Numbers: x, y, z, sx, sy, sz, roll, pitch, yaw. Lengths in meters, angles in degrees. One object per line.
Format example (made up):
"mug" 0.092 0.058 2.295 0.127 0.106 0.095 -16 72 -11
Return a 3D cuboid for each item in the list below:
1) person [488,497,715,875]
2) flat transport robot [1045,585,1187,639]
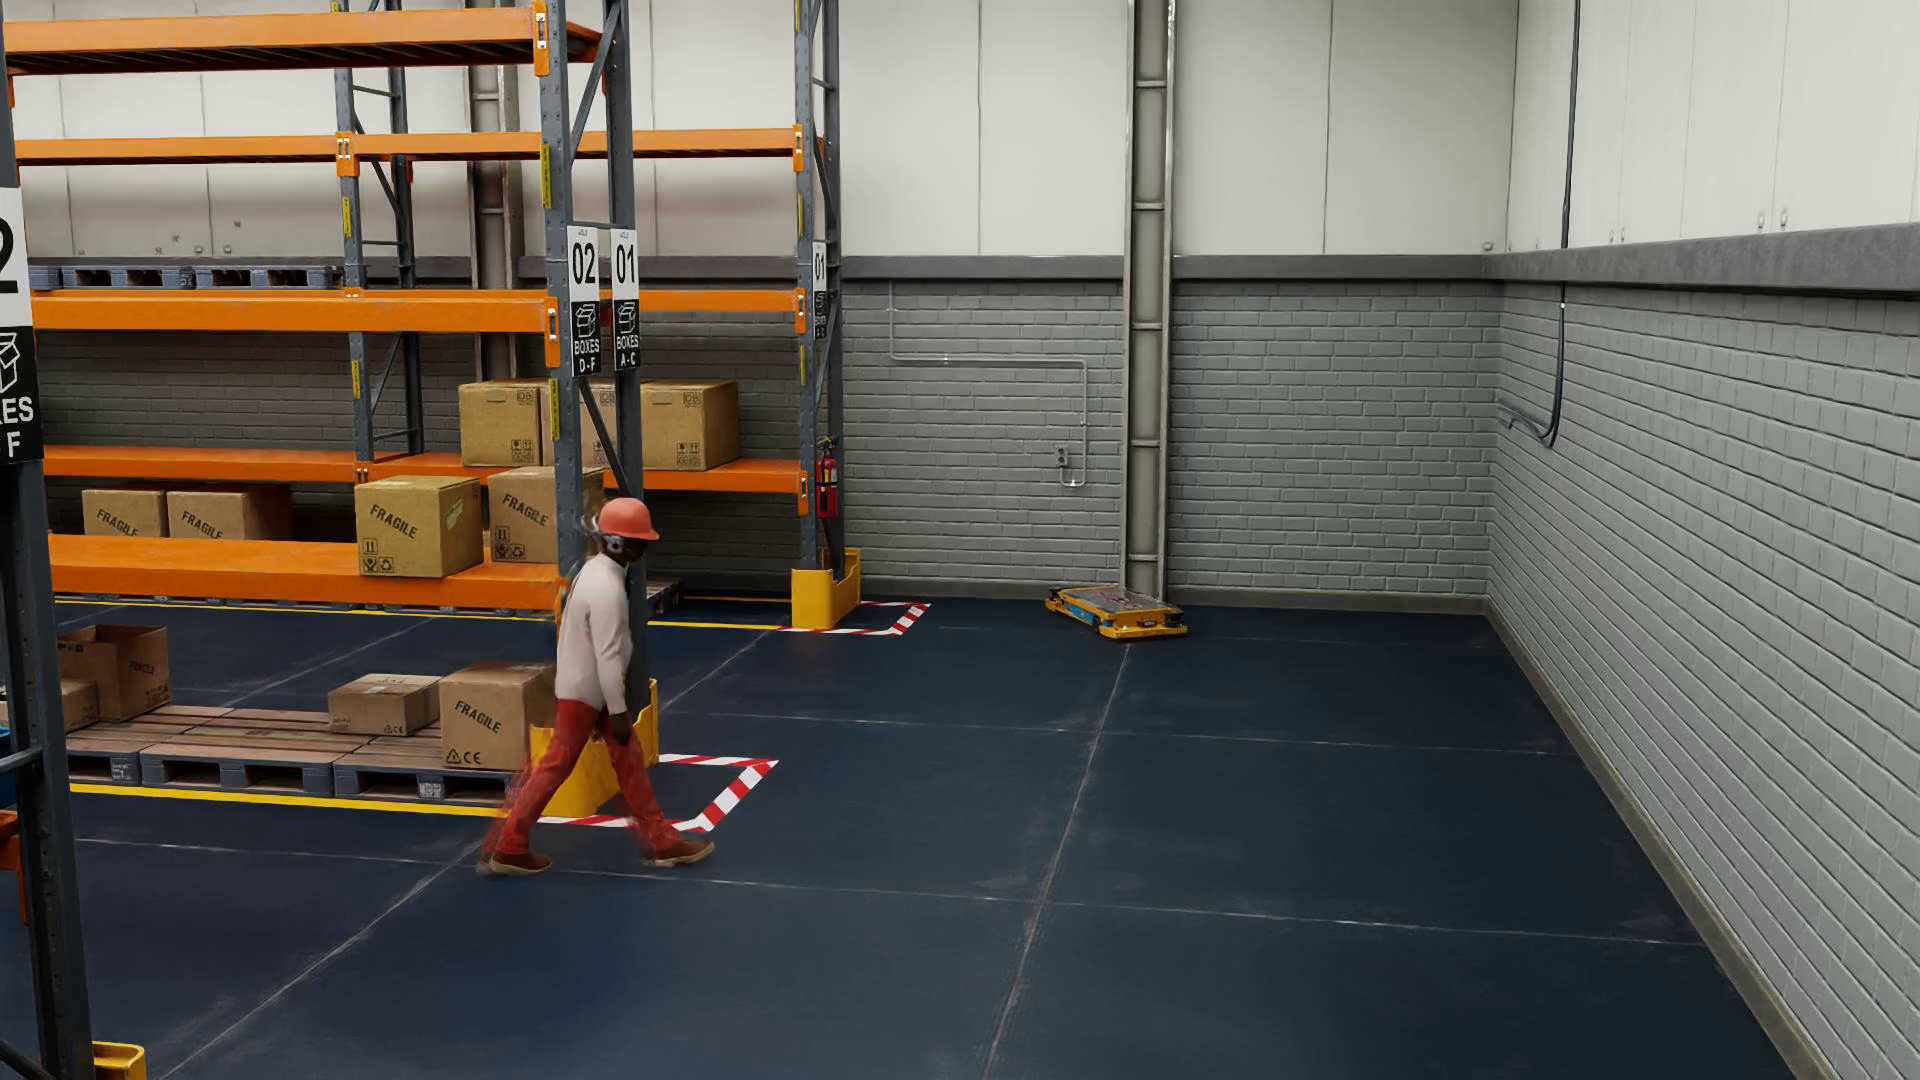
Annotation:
"person" -1.824 0.737 8.169 1.110 1.905 0.623 -1 9 -7
"flat transport robot" 1.305 0.588 14.112 0.652 0.197 1.431 -3 10 -20
